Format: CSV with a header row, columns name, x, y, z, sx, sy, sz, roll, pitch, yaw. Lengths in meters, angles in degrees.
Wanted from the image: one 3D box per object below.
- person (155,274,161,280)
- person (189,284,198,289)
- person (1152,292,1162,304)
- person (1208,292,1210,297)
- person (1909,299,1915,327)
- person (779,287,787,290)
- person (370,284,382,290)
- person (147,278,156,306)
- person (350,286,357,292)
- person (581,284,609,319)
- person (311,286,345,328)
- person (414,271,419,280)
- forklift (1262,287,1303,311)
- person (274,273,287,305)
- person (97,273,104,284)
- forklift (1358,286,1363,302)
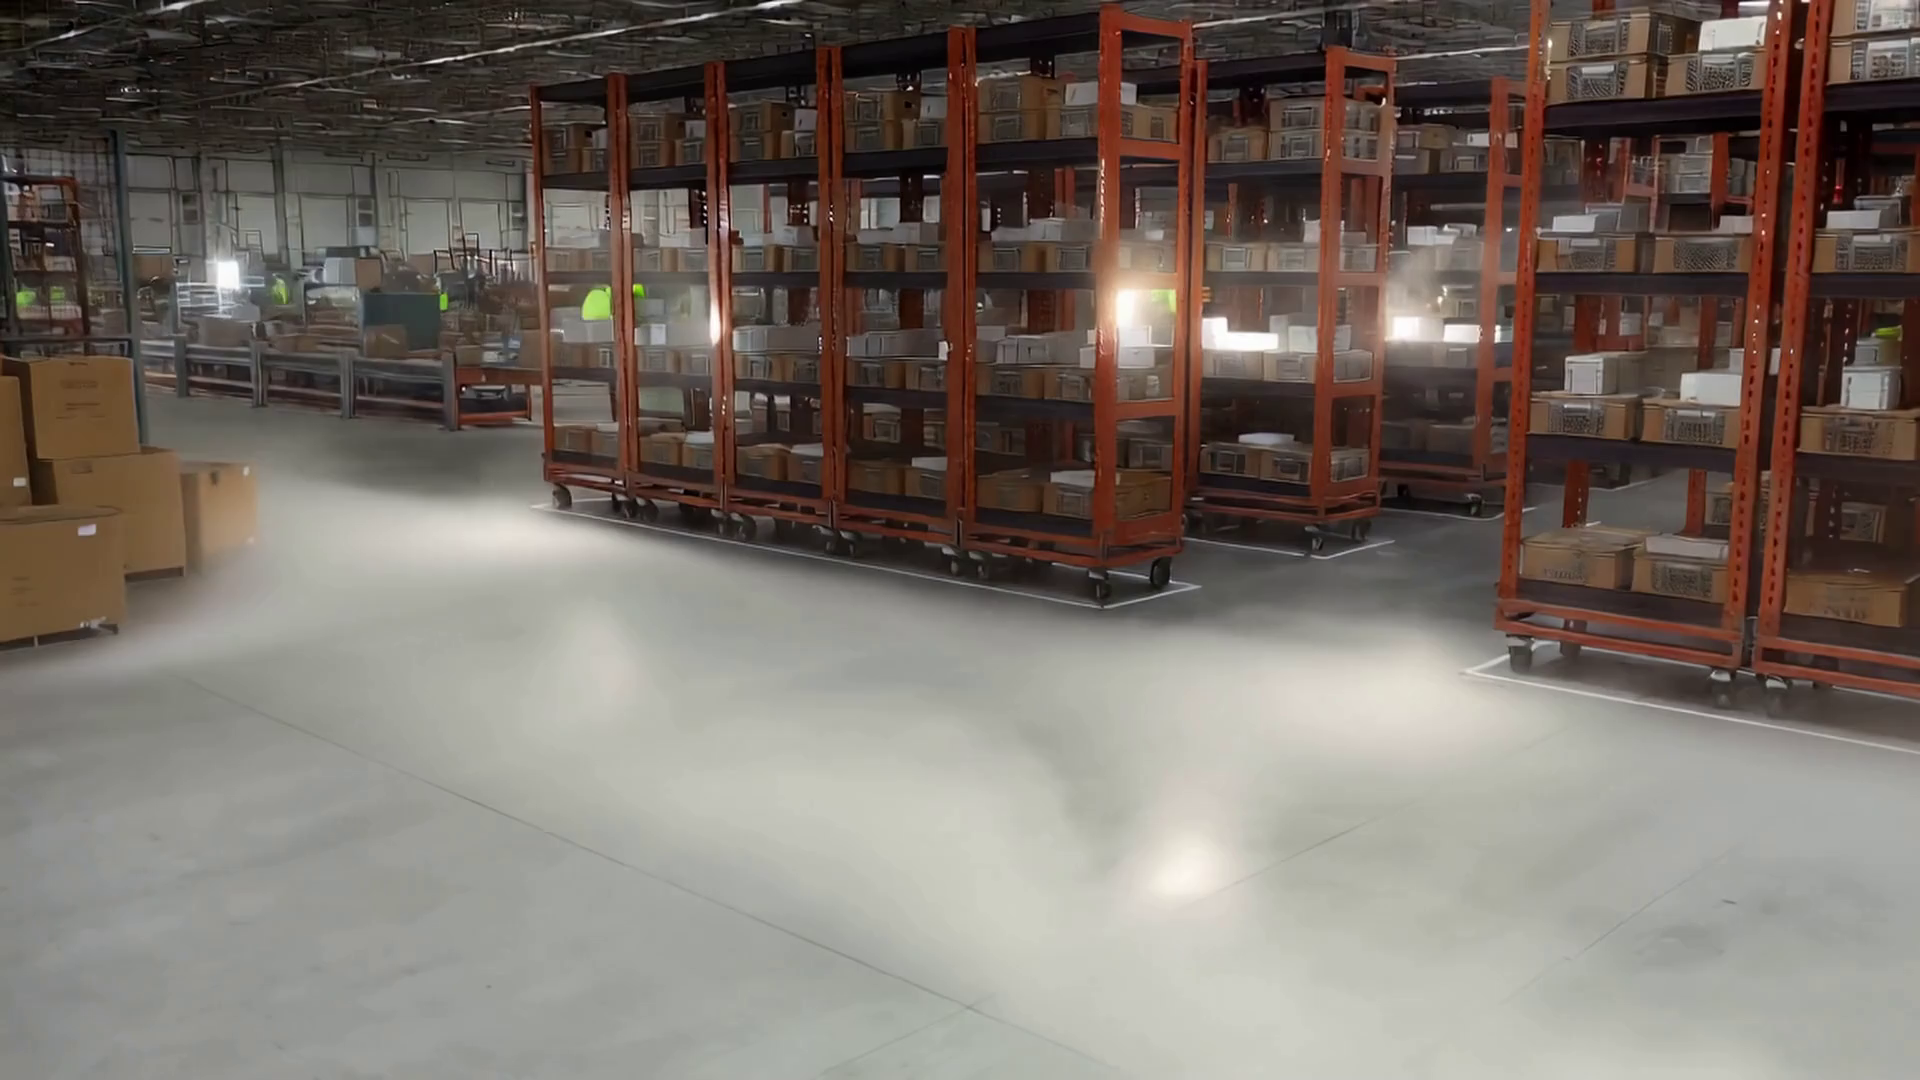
name,x,y,z,sx,sy,sz,roll,pitch,yaw
person,-41.839,-12.925,86.519,0.927,1.804,0.634,-2,10,-14
person,-33.797,-10.821,73.394,0.577,1.871,0.438,5,10,26
person,6.346,-7.451,53.443,0.285,1.633,0.499,-3,10,-20
person,8.329,-7.659,54.802,0.703,1.603,0.521,-8,12,-39
person,12.284,-2.393,21.320,0.379,1.996,0.609,5,11,29
person,-6.518,-8.883,61.822,0.946,1.777,0.626,-1,9,-3
person,-19.042,-7.730,54.367,0.539,1.883,0.951,-1,9,-4
person,-30.987,-9.210,63.968,0.676,1.722,0.492,1,9,9
person,-31.966,-13.176,87.642,0.372,1.925,0.596,0,9,2
person,-7.145,-4.173,32.643,0.656,1.867,0.716,4,10,25
person,-12.396,-4.264,32.645,0.615,2.043,0.373,-5,11,-29
person,-28.847,-13.223,87.583,0.735,2.000,0.710,0,9,2
forklift,10.769,-8.203,54.240,1.129,2.768,1.873,8,12,42
person,-23.950,-8.496,58.910,0.802,1.934,0.626,-7,11,-36
person,-41.096,-11.842,79.680,0.558,1.854,0.397,5,11,29
forklift,11.100,-7.017,46.970,1.873,2.768,1.129,9,13,43
